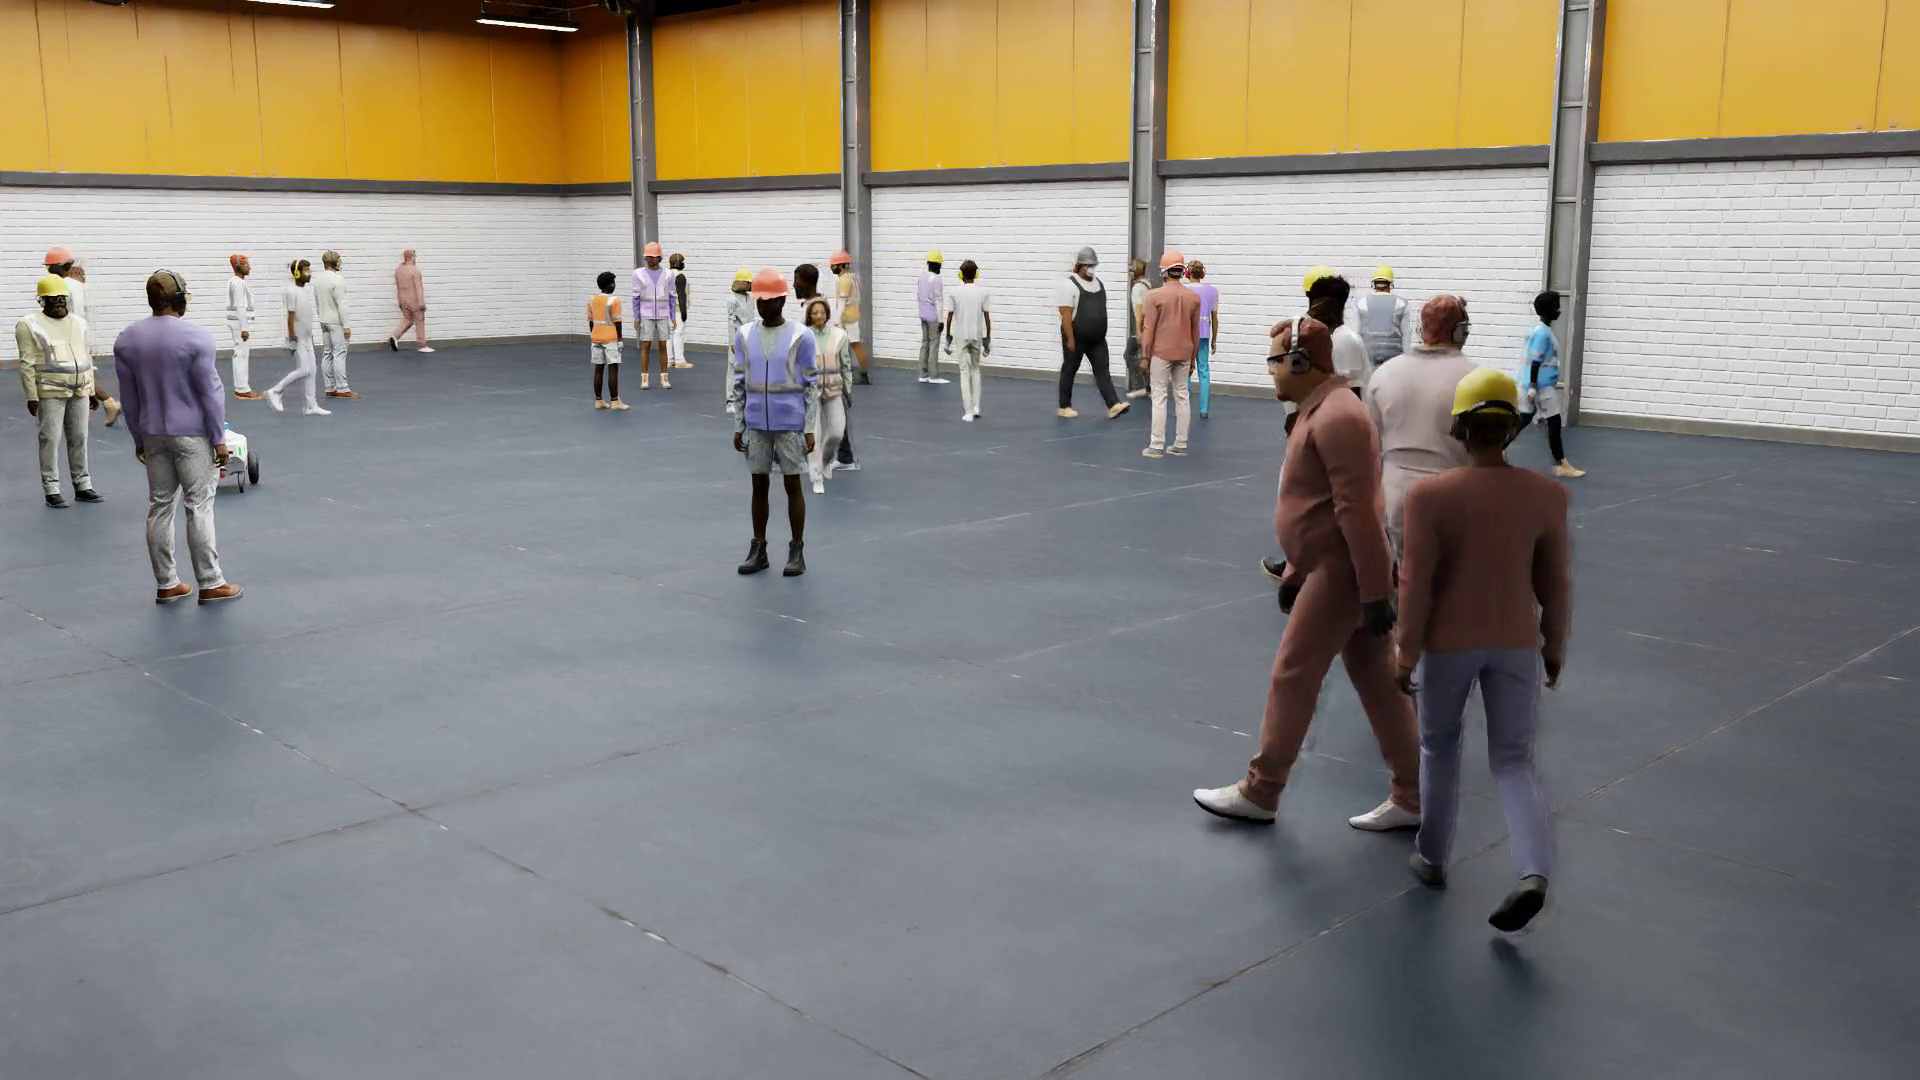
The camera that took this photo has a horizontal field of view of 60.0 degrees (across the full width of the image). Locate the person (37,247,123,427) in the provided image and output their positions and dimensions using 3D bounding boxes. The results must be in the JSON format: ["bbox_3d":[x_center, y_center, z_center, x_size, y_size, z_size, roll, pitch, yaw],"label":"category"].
[{"bbox_3d":[-9.780,-2.225,18.381,0.943,2.013,0.620,-1,10,-5],"label":"person"}]

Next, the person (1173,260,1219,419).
[{"bbox_3d":[2.722,-2.320,19.324,0.570,1.845,0.380,-2,11,-11],"label":"person"}]

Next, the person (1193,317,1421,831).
[{"bbox_3d":[1.290,0.137,5.949,0.951,1.837,0.658,3,11,14],"label":"person"}]

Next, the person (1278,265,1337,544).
[{"bbox_3d":[2.422,-0.909,11.411,0.388,1.926,0.590,10,14,42],"label":"person"}]

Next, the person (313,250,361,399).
[{"bbox_3d":[-8.153,-2.801,21.695,0.632,1.940,0.372,8,13,38],"label":"person"}]

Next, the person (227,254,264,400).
[{"bbox_3d":[-9.365,-2.772,21.692,0.357,1.881,0.574,-6,12,-28],"label":"person"}]

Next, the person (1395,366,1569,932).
[{"bbox_3d":[1.645,0.338,5.164,0.553,1.736,0.775,0,10,-1],"label":"person"}]

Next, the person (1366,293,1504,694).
[{"bbox_3d":[2.096,-0.165,7.494,0.648,1.884,0.757,10,14,43],"label":"person"}]

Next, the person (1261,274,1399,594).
[{"bbox_3d":[2.251,-0.612,9.885,0.856,1.901,0.663,5,11,23],"label":"person"}]

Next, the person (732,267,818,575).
[{"bbox_3d":[-1.171,-0.731,10.420,0.551,1.932,0.378,2,11,13],"label":"person"}]

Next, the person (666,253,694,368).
[{"bbox_3d":[-4.555,-3.688,26.799,0.430,1.843,0.625,-7,13,-34],"label":"person"}]

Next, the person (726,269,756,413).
[{"bbox_3d":[-2.613,-2.398,20.067,0.339,1.735,0.482,6,12,28],"label":"person"}]

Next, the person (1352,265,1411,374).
[{"bbox_3d":[4.325,-1.907,17.120,0.601,1.827,0.403,3,11,15],"label":"person"}]

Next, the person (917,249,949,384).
[{"bbox_3d":[-0.389,-3.217,23.997,0.381,1.924,0.593,-6,12,-32],"label":"person"}]

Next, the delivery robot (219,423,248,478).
[{"bbox_3d":[-6.204,-0.746,14.010,0.477,0.478,0.707,-4,11,-20],"label":"delivery robot"}]

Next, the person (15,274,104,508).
[{"bbox_3d":[-7.087,-1.178,13.134,0.404,1.830,0.600,5,12,27],"label":"person"}]

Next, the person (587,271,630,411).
[{"bbox_3d":[-4.308,-2.420,20.282,0.536,1.694,0.322,7,12,33],"label":"person"}]

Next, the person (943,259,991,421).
[{"bbox_3d":[0.068,-2.307,19.258,0.516,1.844,0.650,-2,11,-13],"label":"person"}]

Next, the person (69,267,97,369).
[{"bbox_3d":[-14.018,-3.527,26.489,0.507,1.630,0.268,9,14,41],"label":"person"}]

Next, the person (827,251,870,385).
[{"bbox_3d":[-1.715,-3.141,23.670,0.919,1.889,0.555,-2,11,-12],"label":"person"}]

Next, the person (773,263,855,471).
[{"bbox_3d":[-1.417,-1.546,15.036,0.986,1.872,0.597,1,10,4],"label":"person"}]

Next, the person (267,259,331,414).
[{"bbox_3d":[-7.871,-2.399,19.734,0.612,1.857,0.519,0,10,1],"label":"person"}]

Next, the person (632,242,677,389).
[{"bbox_3d":[-4.225,-3.102,23.074,0.609,2.036,0.402,-3,11,-16],"label":"person"}]

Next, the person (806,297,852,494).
[{"bbox_3d":[-1.172,-1.218,13.895,0.526,1.629,0.495,-3,11,-16],"label":"person"}]

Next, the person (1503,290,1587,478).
[{"bbox_3d":[5.113,-1.384,14.748,0.857,1.657,0.541,4,11,20],"label":"person"}]

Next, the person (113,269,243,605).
[{"bbox_3d":[-4.518,-0.585,9.610,0.627,1.941,0.371,2,11,10],"label":"person"}]

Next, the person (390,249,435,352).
[{"bbox_3d":[-9.987,-4.337,30.218,0.667,1.888,0.741,7,13,34],"label":"person"}]

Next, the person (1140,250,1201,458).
[{"bbox_3d":[2.025,-1.782,16.027,0.619,1.989,0.396,-5,11,-23],"label":"person"}]

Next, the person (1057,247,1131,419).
[{"bbox_3d":[1.512,-2.410,19.284,0.688,2.000,1.016,-7,12,-33],"label":"person"}]

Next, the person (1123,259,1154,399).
[{"bbox_3d":[2.342,-2.727,21.607,0.489,1.824,0.538,7,12,33],"label":"person"}]
